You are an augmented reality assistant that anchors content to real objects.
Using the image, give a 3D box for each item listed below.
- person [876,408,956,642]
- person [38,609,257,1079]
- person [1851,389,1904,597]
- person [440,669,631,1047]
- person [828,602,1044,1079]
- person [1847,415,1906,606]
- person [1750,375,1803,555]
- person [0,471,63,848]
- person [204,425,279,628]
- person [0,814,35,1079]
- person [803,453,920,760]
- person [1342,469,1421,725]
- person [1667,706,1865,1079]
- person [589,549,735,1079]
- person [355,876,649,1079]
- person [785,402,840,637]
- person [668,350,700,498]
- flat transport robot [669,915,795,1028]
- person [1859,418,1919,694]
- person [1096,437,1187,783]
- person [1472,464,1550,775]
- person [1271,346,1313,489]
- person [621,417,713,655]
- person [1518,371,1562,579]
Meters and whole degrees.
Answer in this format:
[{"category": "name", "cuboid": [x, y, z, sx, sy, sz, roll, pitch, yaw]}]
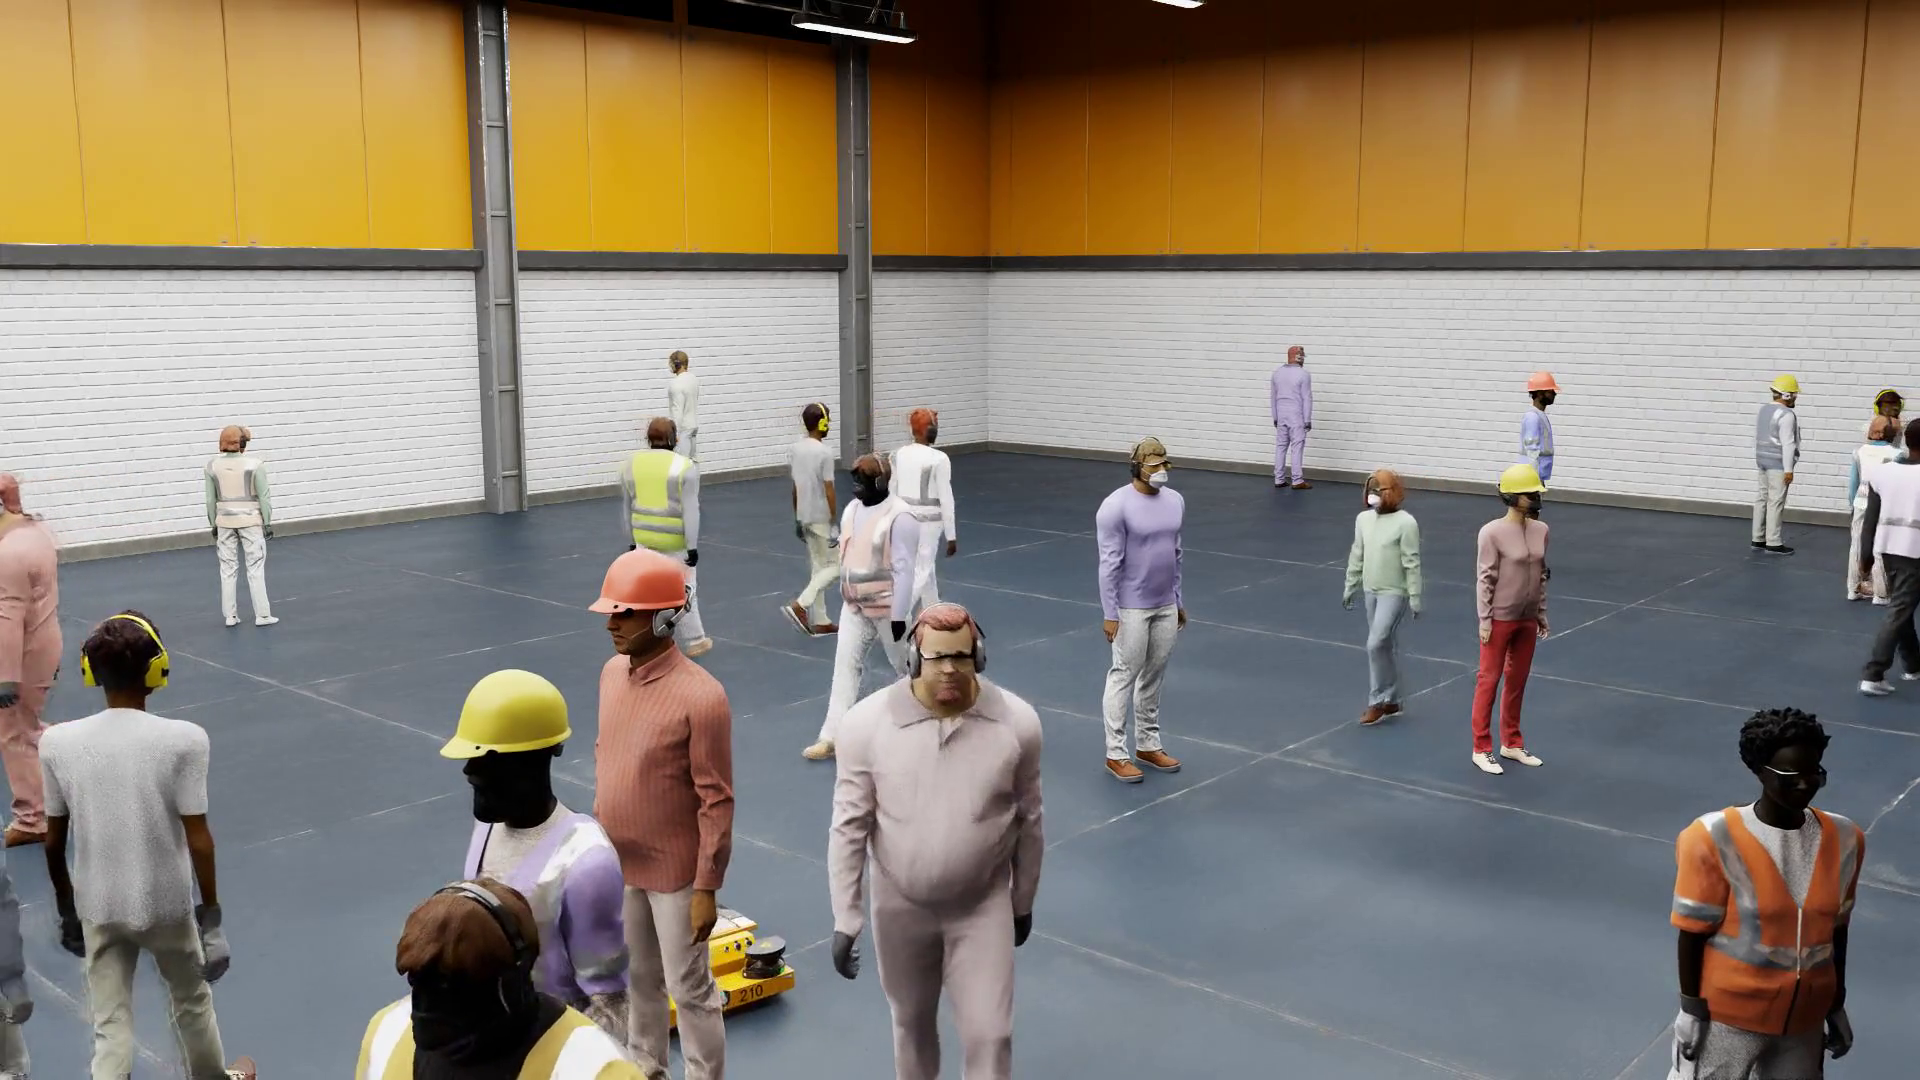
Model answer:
[{"category": "person", "cuboid": [-0.328, -0.078, 12.577, 0.589, 1.851, 0.949, 8, 12, 41]}, {"category": "person", "cuboid": [-2.493, 1.110, 5.132, 0.554, 1.830, 0.913, -1, 9, -7]}, {"category": "person", "cuboid": [8.115, -0.423, 14.747, 0.573, 1.845, 0.391, -5, 10, -30]}, {"category": "person", "cuboid": [-1.011, 1.248, 3.974, 0.379, 1.928, 0.585, -8, 12, -42]}, {"category": "person", "cuboid": [-0.062, 1.122, 4.967, 0.657, 1.866, 0.931, 0, 9, -1]}, {"category": "person", "cuboid": [7.887, -0.254, 14.314, 0.313, 1.638, 0.513, -4, 10, -23]}, {"category": "person", "cuboid": [8.340, -0.772, 16.968, 0.403, 1.827, 0.601, 0, 9, -3]}, {"category": "person", "cuboid": [-4.605, 0.586, 8.271, 0.550, 1.885, 0.641, -4, 10, -22]}, {"category": "person", "cuboid": [-5.788, -0.105, 13.377, 0.514, 1.639, 0.310, 0, 9, 0]}, {"category": "person", "cuboid": [-2.931, 1.281, 4.734, 0.533, 1.615, 0.422, 1, 9, 4]}, {"category": "person", "cuboid": [-0.493, 0.378, 9.873, 0.945, 1.797, 0.639, -9, 13, -43]}, {"category": "person", "cuboid": [2.611, 0.360, 10.499, 0.586, 1.612, 0.534, -5, 10, -29]}, {"category": "person", "cuboid": [2.177, 1.275, 4.526, 0.535, 1.697, 0.322, -1, 9, -7]}, {"category": "person", "cuboid": [-0.960, 1.013, 5.240, 0.609, 1.995, 0.378, 8, 12, 41]}, {"category": "person", "cuboid": [-0.847, 1.481, 2.837, 0.650, 1.816, 0.767, 4, 10, 24]}, {"category": "person", "cuboid": [-1.153, -0.140, 12.943, 0.526, 1.847, 0.545, -9, 13, -44]}, {"category": "person", "cuboid": [-3.343, -1.317, 20.051, 0.373, 1.940, 0.628, 2, 9, 12]}, {"category": "flat transport robot", "cuboid": [-1.351, 1.616, 6.848, 0.652, 0.197, 1.431, -7, 12, -39]}, {"category": "person", "cuboid": [6.490, 0.103, 11.354, 1.012, 1.869, 0.589, -5, 10, -28]}, {"category": "person", "cuboid": [1.038, 0.380, 9.387, 0.637, 1.938, 0.355, -8, 12, -39]}, {"category": "person", "cuboid": [3.163, 0.445, 9.517, 0.527, 1.772, 0.301, -5, 10, -29]}, {"category": "person", "cuboid": [4.432, -1.626, 22.098, 0.399, 1.904, 0.644, -7, 11, -37]}, {"category": "person", "cuboid": [-2.156, 0.004, 12.198, 0.649, 1.811, 0.796, 3, 10, 19]}, {"category": "person", "cuboid": [5.406, -0.607, 15.580, 0.349, 1.942, 0.545, 4, 10, 21]}]
